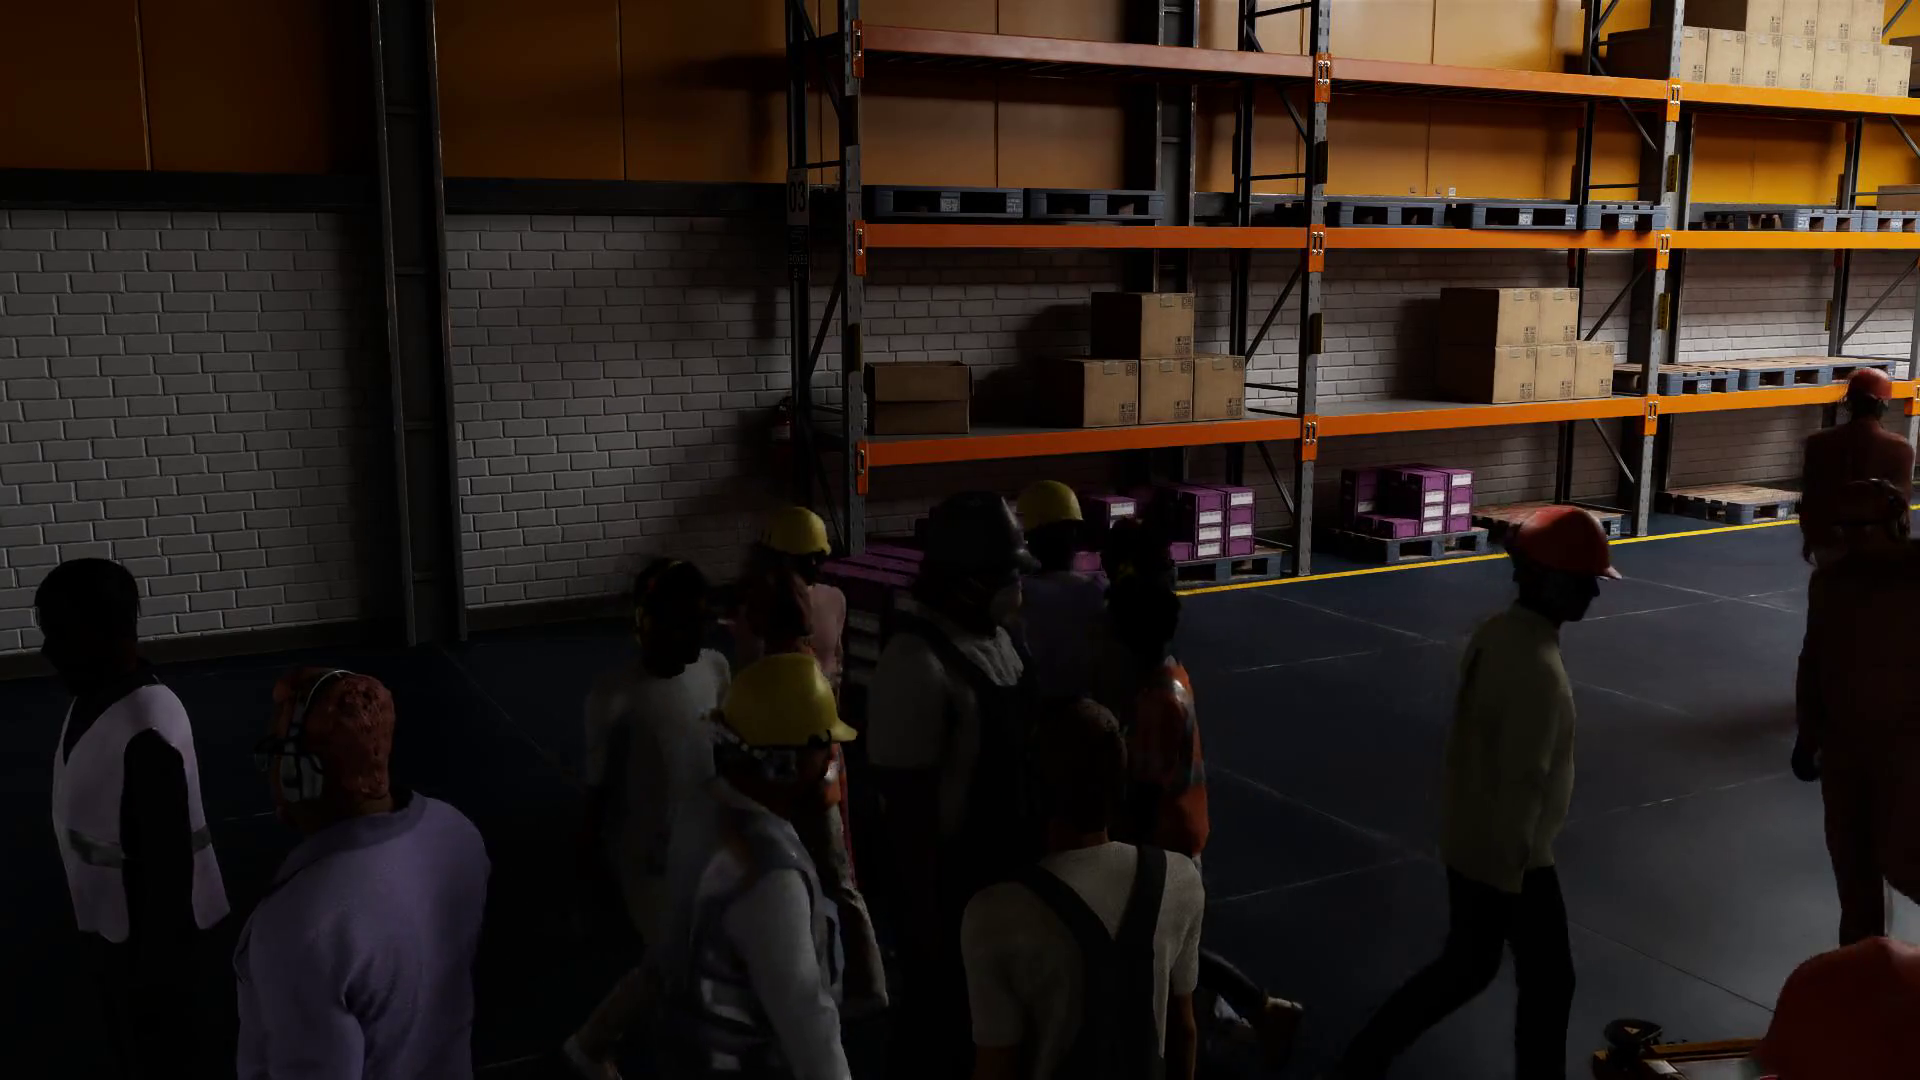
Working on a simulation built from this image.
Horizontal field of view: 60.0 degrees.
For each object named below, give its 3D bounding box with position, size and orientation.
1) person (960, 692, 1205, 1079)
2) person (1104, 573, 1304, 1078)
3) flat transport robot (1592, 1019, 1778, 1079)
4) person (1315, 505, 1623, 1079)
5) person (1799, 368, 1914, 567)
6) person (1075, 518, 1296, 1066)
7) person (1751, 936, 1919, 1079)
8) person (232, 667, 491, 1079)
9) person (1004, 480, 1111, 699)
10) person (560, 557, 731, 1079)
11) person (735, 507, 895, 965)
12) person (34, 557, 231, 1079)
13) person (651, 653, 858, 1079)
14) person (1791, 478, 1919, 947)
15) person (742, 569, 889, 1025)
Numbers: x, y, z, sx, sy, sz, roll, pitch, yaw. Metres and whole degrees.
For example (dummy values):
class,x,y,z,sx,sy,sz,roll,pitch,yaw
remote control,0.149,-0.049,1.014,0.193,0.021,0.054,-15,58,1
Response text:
class,x,y,z,sx,sy,sz,roll,pitch,yaw
person,0.216,1.188,3.164,0.513,1.845,0.335,-5,11,-29
person,0.702,0.916,5.221,0.675,1.670,0.540,1,10,3
flat transport robot,2.427,1.722,4.620,0.652,0.197,1.431,-1,10,-8
person,1.469,0.863,4.759,0.830,1.954,0.619,0,10,0
person,5.212,-0.012,9.711,0.439,1.980,0.616,-9,13,-42
person,0.572,0.831,5.304,0.993,1.812,0.557,3,10,15
person,0.953,1.377,1.940,0.565,1.896,0.500,-3,10,-15
person,-1.116,1.169,3.100,0.402,1.906,0.651,2,10,9
person,0.310,0.730,5.706,0.593,1.868,0.924,-2,10,-10
person,-0.899,0.920,4.785,0.904,1.826,0.571,7,12,33
person,-0.626,0.717,6.256,0.534,1.709,0.949,-8,13,-38
person,-2.059,0.979,4.171,0.393,1.915,0.591,-8,13,-39
person,-0.368,1.126,3.626,0.727,1.801,0.633,-3,10,-19
person,3.284,0.712,5.841,0.572,1.875,0.676,-4,11,-20
person,-0.637,0.889,5.590,0.853,1.594,0.533,-3,10,-19
